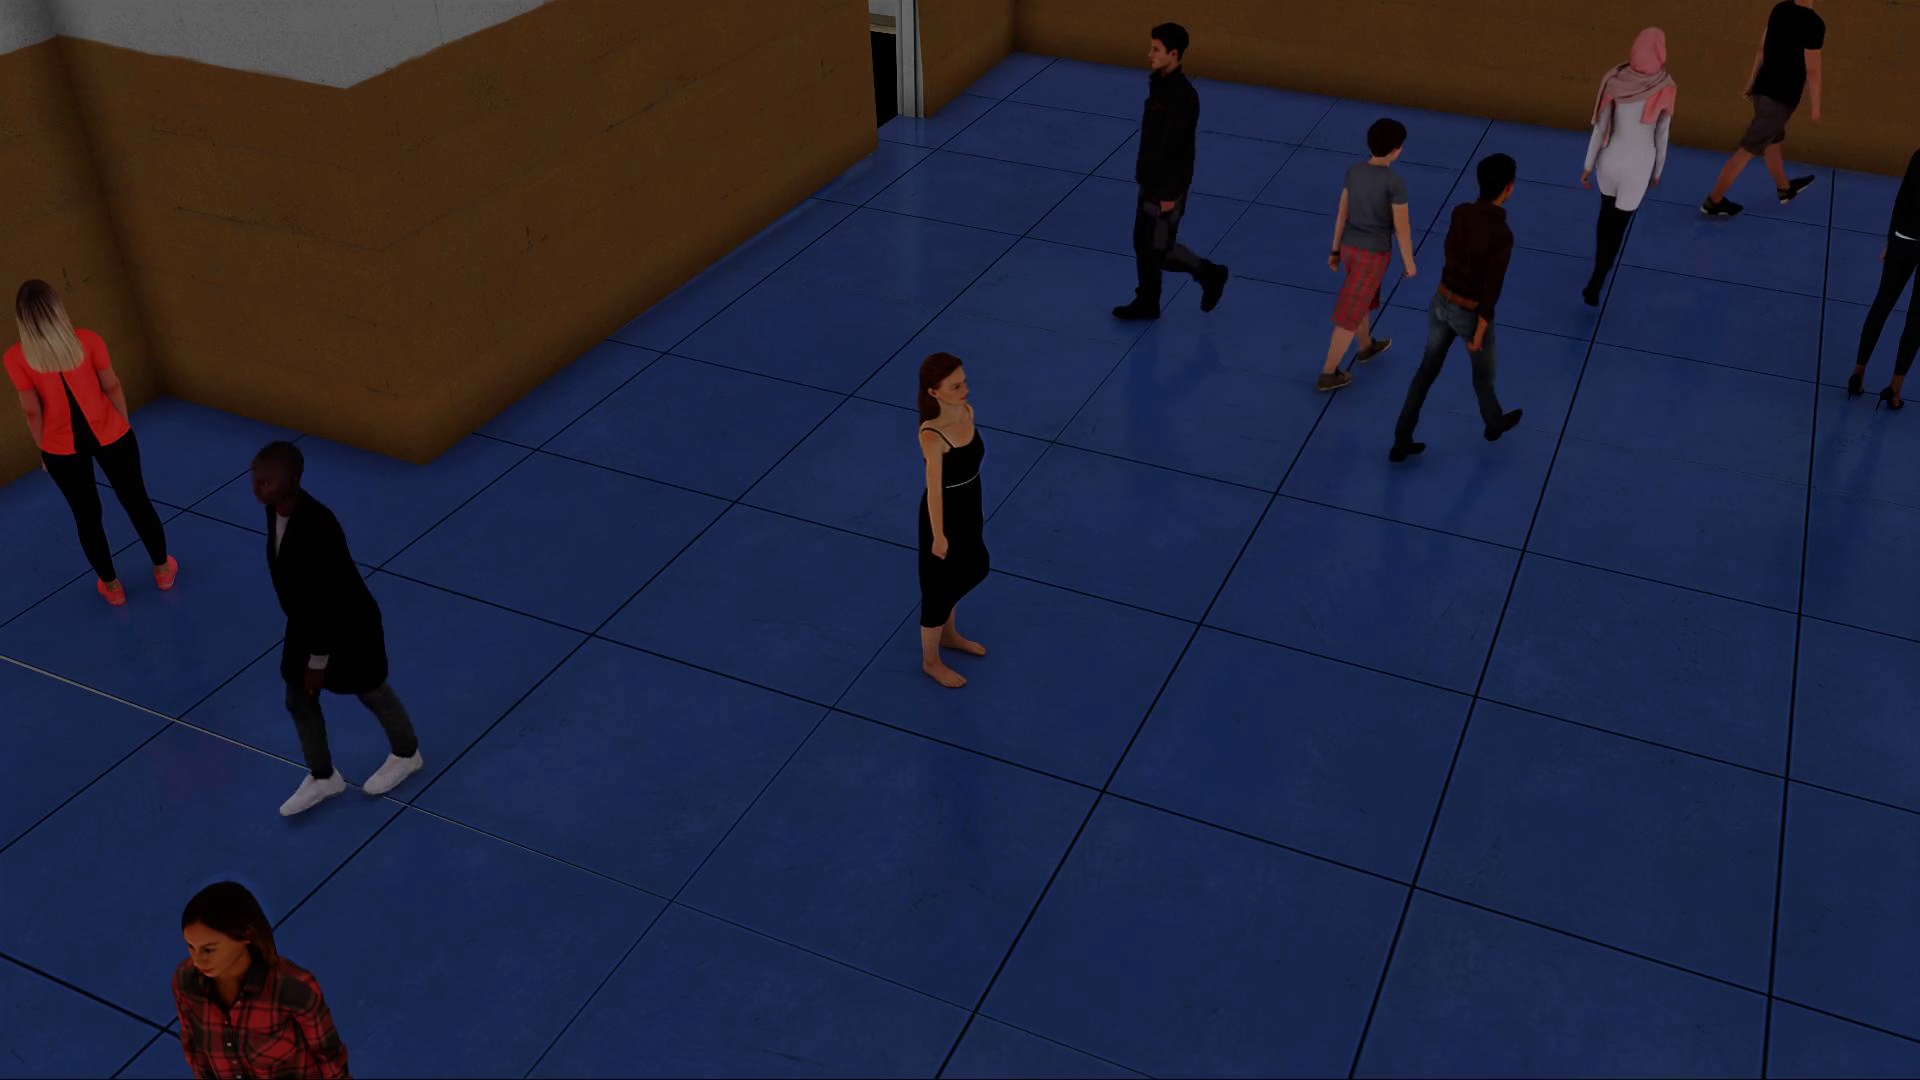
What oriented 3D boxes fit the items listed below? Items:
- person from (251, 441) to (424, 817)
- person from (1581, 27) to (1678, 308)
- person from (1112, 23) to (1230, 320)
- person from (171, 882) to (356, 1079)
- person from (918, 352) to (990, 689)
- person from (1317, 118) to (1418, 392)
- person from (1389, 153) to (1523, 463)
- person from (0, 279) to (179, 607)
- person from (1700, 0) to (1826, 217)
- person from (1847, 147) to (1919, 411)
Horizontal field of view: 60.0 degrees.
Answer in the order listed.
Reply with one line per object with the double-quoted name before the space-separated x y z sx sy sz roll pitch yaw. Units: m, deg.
"person" -2.451 0.319 6.745 0.839 1.738 0.808 23 40 31
"person" 4.275 -2.360 10.749 1.139 1.764 0.776 19 38 26
"person" 1.374 -2.265 10.458 1.117 1.929 1.005 -4 34 -6
"person" -1.954 1.622 4.819 0.589 1.702 0.737 5 34 7
"person" -0.055 -0.107 7.487 0.550 1.625 0.547 15 36 21
"person" 2.316 -1.630 9.764 0.960 1.626 0.990 -20 38 -27
"person" 2.651 -1.192 9.031 1.074 1.722 1.128 -19 38 -26
"person" -4.173 -0.457 7.953 0.678 1.693 0.709 -17 37 -24
"person" 5.764 -3.175 11.928 1.277 1.815 1.123 -6 34 -9
"person" 5.510 -1.614 9.565 0.739 1.834 0.631 -19 38 -27
